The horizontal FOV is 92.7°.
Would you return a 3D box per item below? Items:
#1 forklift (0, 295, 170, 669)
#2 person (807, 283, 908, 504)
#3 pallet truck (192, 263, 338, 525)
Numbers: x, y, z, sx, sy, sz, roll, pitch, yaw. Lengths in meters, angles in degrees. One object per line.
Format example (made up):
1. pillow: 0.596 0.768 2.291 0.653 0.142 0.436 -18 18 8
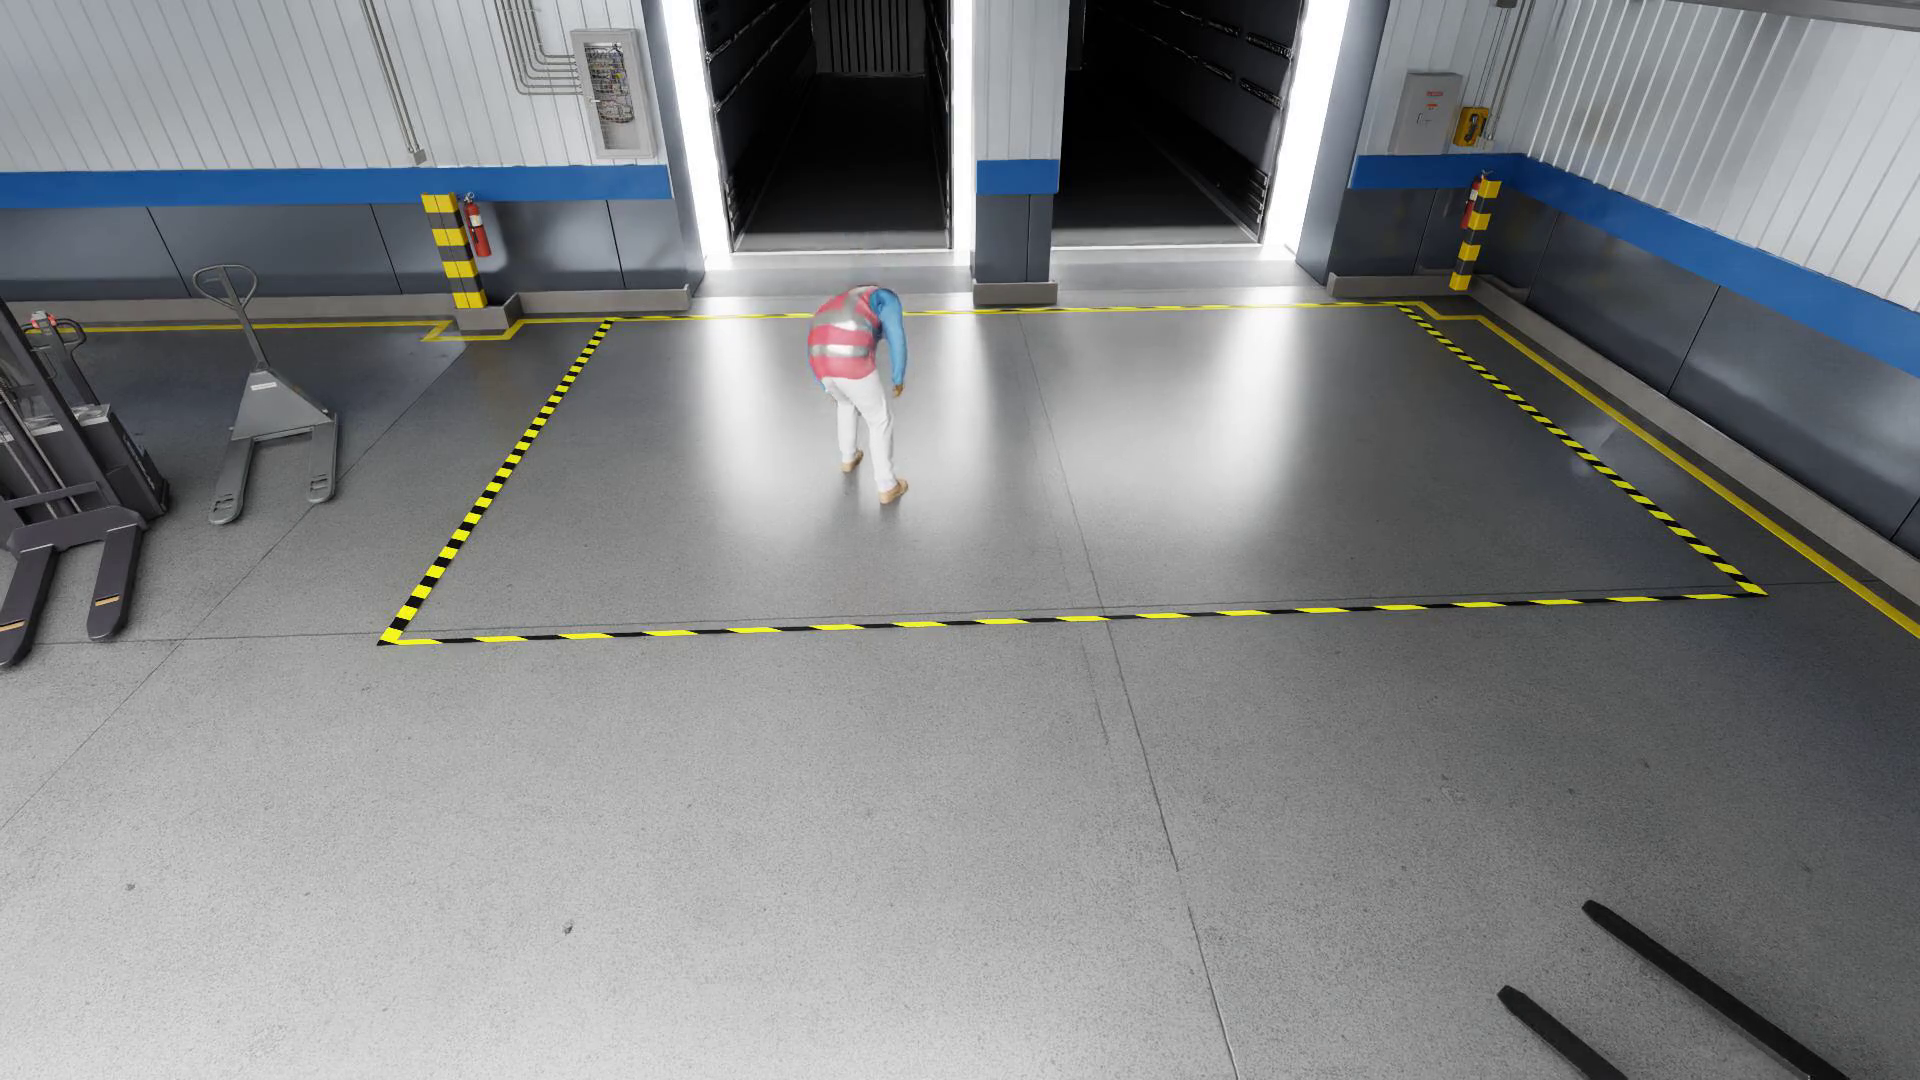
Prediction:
1. forklift: -5.212 -0.618 4.878 0.823 1.965 1.885 -20 39 -26
2. person: -0.642 -1.045 6.146 0.971 1.292 0.853 28 43 34
3. pallet truck: -4.778 -1.027 6.128 0.680 1.201 1.601 -17 38 -23
